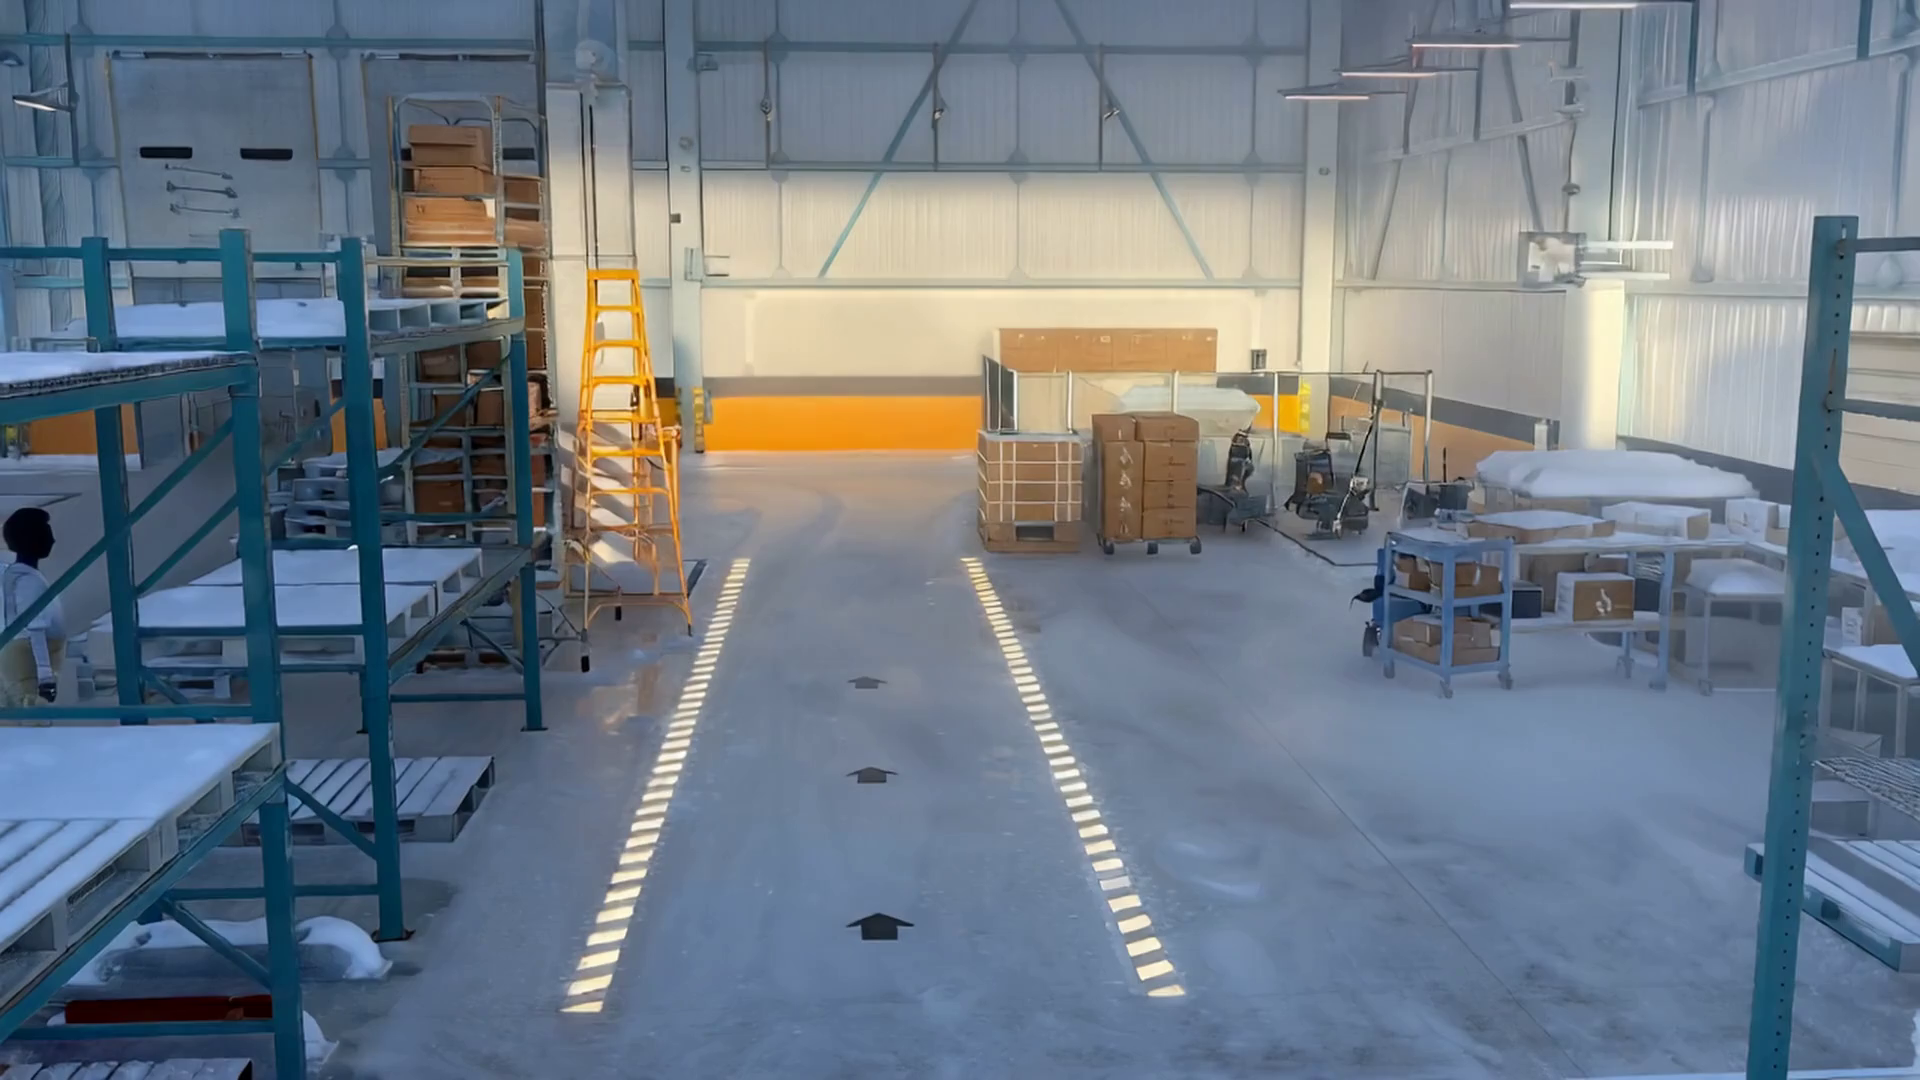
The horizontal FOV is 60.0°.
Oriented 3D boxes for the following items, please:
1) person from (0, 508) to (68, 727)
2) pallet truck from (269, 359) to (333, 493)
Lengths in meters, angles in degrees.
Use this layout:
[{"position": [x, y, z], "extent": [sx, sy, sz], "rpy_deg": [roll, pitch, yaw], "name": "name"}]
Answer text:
[{"position": [-4.804, 0.674, 8.638], "extent": [0.321, 1.689, 0.530], "rpy_deg": [-6, 11, -34], "name": "person"}, {"position": [-7.062, -1.131, 18.996], "extent": [1.885, 1.965, 0.823], "rpy_deg": [2, 9, 13], "name": "pallet truck"}]
